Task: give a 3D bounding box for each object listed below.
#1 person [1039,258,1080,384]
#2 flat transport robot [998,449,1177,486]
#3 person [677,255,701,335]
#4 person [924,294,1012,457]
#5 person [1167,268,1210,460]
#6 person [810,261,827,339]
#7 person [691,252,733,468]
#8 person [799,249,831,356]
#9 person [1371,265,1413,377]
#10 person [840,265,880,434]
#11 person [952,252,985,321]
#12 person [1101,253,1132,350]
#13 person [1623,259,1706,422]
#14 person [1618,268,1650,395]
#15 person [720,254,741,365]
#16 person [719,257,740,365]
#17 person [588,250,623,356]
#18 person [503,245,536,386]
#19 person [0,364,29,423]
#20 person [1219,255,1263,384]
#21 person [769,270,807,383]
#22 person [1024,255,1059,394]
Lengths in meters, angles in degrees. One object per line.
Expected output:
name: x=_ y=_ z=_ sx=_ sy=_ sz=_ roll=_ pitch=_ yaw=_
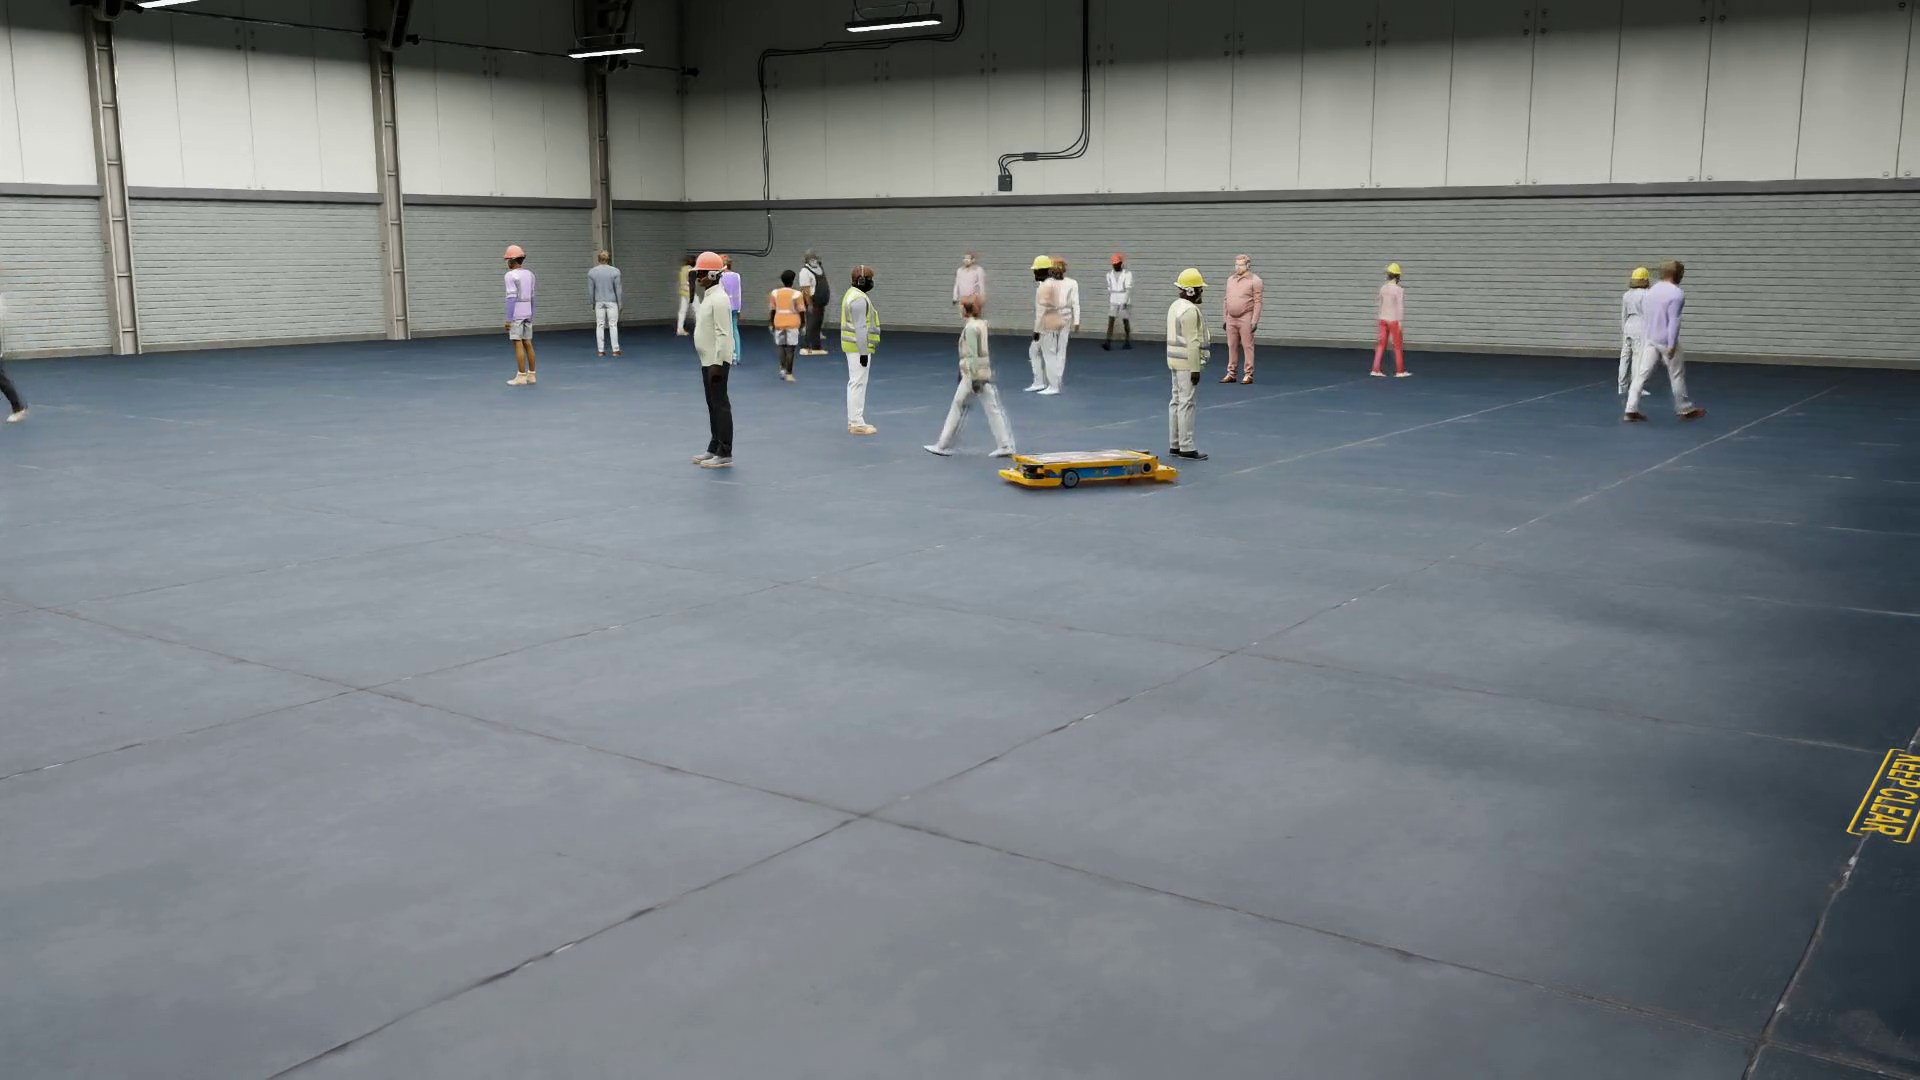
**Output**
person: x=1.448 y=-3.176 z=24.303 sx=0.601 sy=1.845 sz=0.909 roll=0 pitch=10 yaw=2
flat transport robot: x=1.114 y=-0.638 z=14.521 sx=1.431 sy=0.197 sz=0.652 roll=-4 pitch=11 yaw=-22
person: x=-6.035 y=-5.546 z=37.696 sx=0.931 sy=1.803 sz=0.620 roll=-7 pitch=12 yaw=-35
person: x=0.112 y=-1.585 z=16.132 sx=0.882 sy=1.590 sz=0.507 roll=3 pitch=11 yaw=18
person: x=2.196 y=-1.685 z=16.006 sx=0.403 sy=1.834 sz=0.588 roll=-2 pitch=10 yaw=-11
person: x=-3.117 y=-5.210 z=36.131 sx=0.316 sy=1.695 sz=0.541 roll=-9 pitch=13 yaw=-40
person: x=-2.300 y=-1.675 z=15.498 sx=0.376 sy=1.995 sz=0.612 roll=-4 pitch=11 yaw=-20
person: x=-2.676 y=-4.431 z=30.808 sx=0.534 sy=2.000 sz=0.771 roll=3 pitch=11 yaw=17
person: x=6.740 y=-3.386 z=25.894 sx=0.629 sy=1.742 sz=0.542 roll=-6 pitch=12 yaw=-29
person: x=-1.087 y=-2.075 z=18.197 sx=0.429 sy=1.835 sz=0.630 roll=-2 pitch=10 yaw=-9
person: x=0.135 y=-4.902 z=33.892 sx=0.639 sy=1.875 sz=0.897 roll=7 pitch=12 yaw=33
person: x=3.079 y=-4.621 z=32.339 sx=0.552 sy=1.865 sz=1.040 roll=5 pitch=11 yaw=25
person: x=8.194 y=-2.299 z=19.301 sx=1.025 sy=1.884 sz=0.651 roll=-3 pitch=10 yaw=-14
person: x=9.293 y=-2.859 z=22.839 sx=0.294 sy=1.744 sz=0.487 roll=-4 pitch=11 yaw=-21
person: x=-4.021 y=-3.929 z=28.443 sx=0.575 sy=1.882 sz=0.355 roll=-5 pitch=11 yaw=-27
person: x=-3.941 y=-3.895 z=28.354 sx=0.373 sy=1.843 sz=0.572 roll=5 pitch=11 yaw=28
person: x=-6.515 y=-4.346 z=30.620 sx=0.627 sy=1.940 sz=0.370 roll=1 pitch=10 yaw=5
person: x=-6.468 y=-3.274 z=24.326 sx=0.386 sy=2.039 sz=0.616 roll=4 pitch=11 yaw=20
person: x=-11.141 y=-2.204 z=18.998 sx=0.521 sy=1.808 sz=0.936 roll=3 pitch=11 yaw=15
person: x=4.150 y=-3.260 z=24.625 sx=0.643 sy=1.908 sz=0.411 roll=10 pitch=14 yaw=43
person: x=-2.554 y=-3.205 z=24.934 sx=0.558 sy=1.676 sz=0.553 roll=3 pitch=10 yaw=15
person: x=1.085 y=-2.944 z=22.858 sx=0.667 sy=1.903 sz=0.607 roll=2 pitch=10 yaw=10
